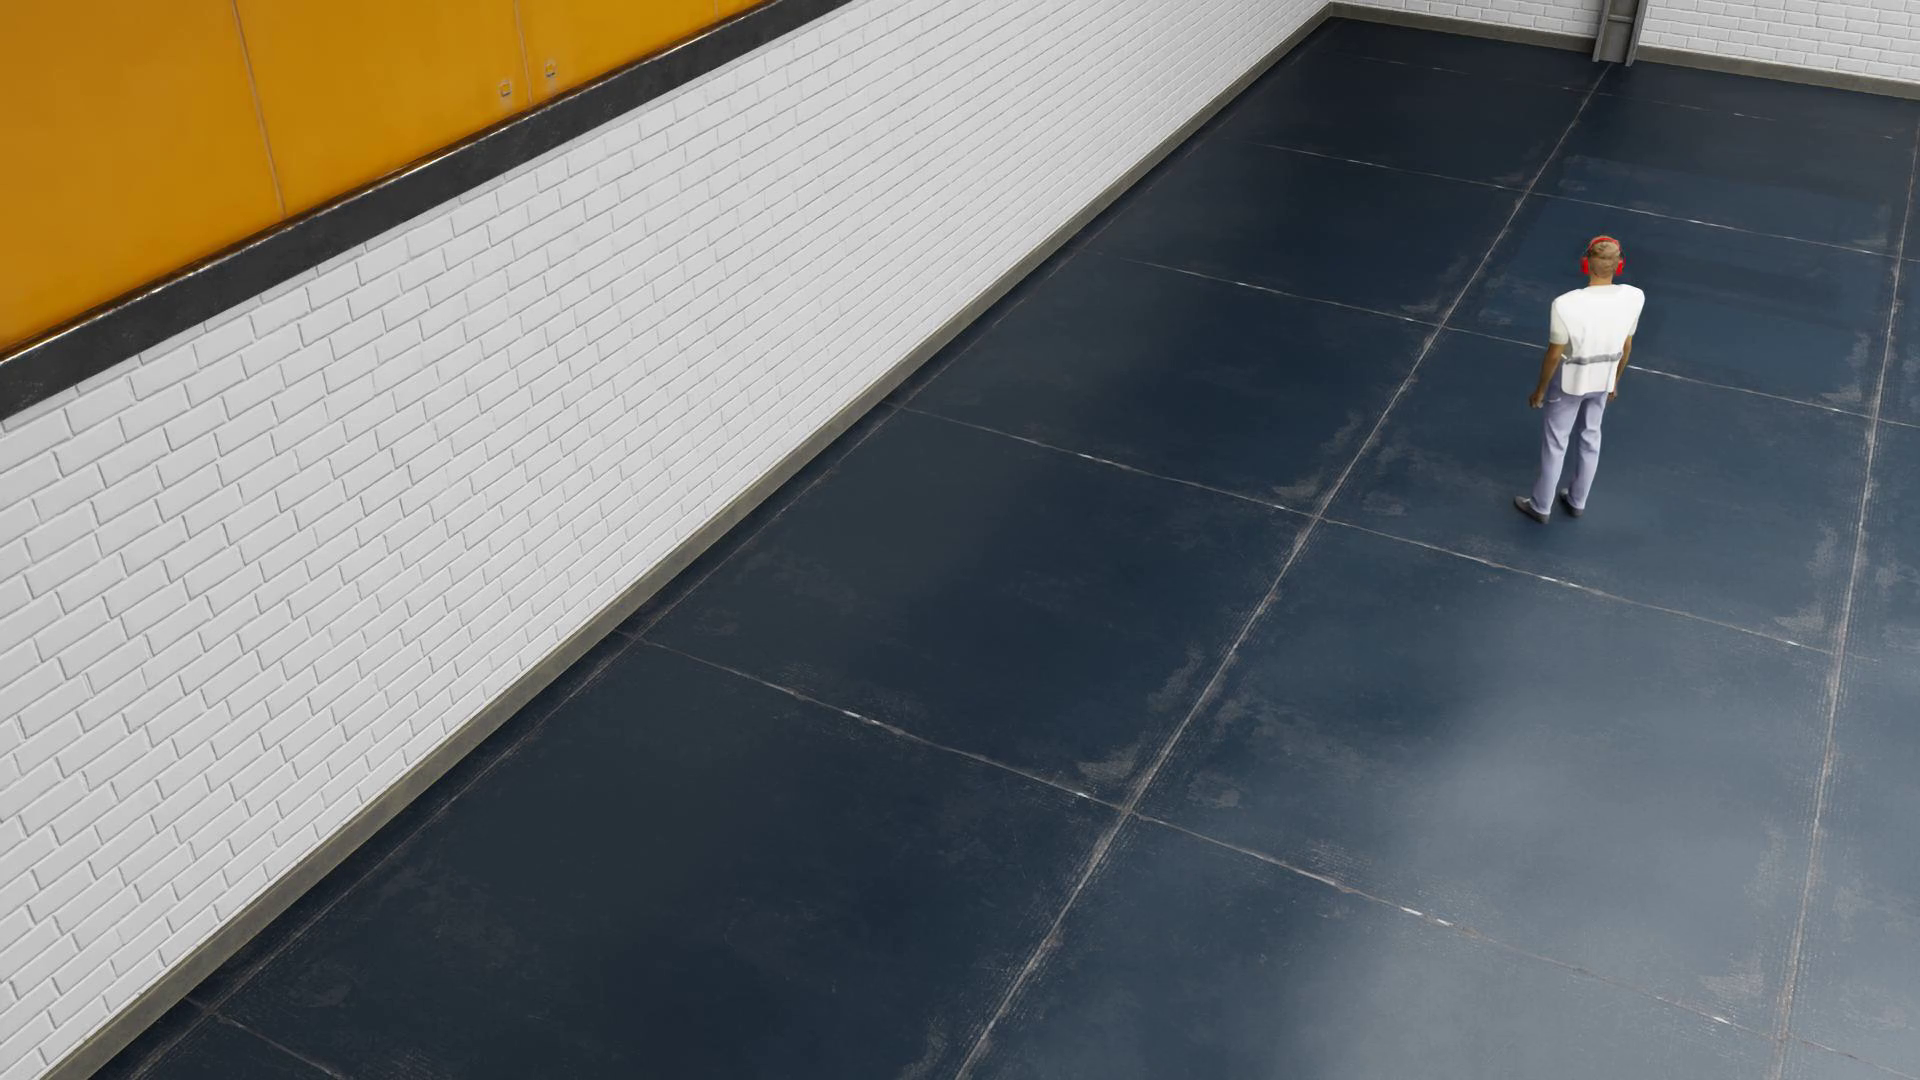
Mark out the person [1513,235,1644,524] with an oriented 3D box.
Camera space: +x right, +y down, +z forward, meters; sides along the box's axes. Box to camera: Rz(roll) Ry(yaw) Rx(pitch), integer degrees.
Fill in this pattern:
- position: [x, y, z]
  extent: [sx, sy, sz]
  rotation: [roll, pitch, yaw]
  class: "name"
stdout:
- position: [3.702, -0.922, 9.943]
  extent: [0.563, 1.839, 0.393]
  rotation: [-6, 34, -9]
  class: "person"
